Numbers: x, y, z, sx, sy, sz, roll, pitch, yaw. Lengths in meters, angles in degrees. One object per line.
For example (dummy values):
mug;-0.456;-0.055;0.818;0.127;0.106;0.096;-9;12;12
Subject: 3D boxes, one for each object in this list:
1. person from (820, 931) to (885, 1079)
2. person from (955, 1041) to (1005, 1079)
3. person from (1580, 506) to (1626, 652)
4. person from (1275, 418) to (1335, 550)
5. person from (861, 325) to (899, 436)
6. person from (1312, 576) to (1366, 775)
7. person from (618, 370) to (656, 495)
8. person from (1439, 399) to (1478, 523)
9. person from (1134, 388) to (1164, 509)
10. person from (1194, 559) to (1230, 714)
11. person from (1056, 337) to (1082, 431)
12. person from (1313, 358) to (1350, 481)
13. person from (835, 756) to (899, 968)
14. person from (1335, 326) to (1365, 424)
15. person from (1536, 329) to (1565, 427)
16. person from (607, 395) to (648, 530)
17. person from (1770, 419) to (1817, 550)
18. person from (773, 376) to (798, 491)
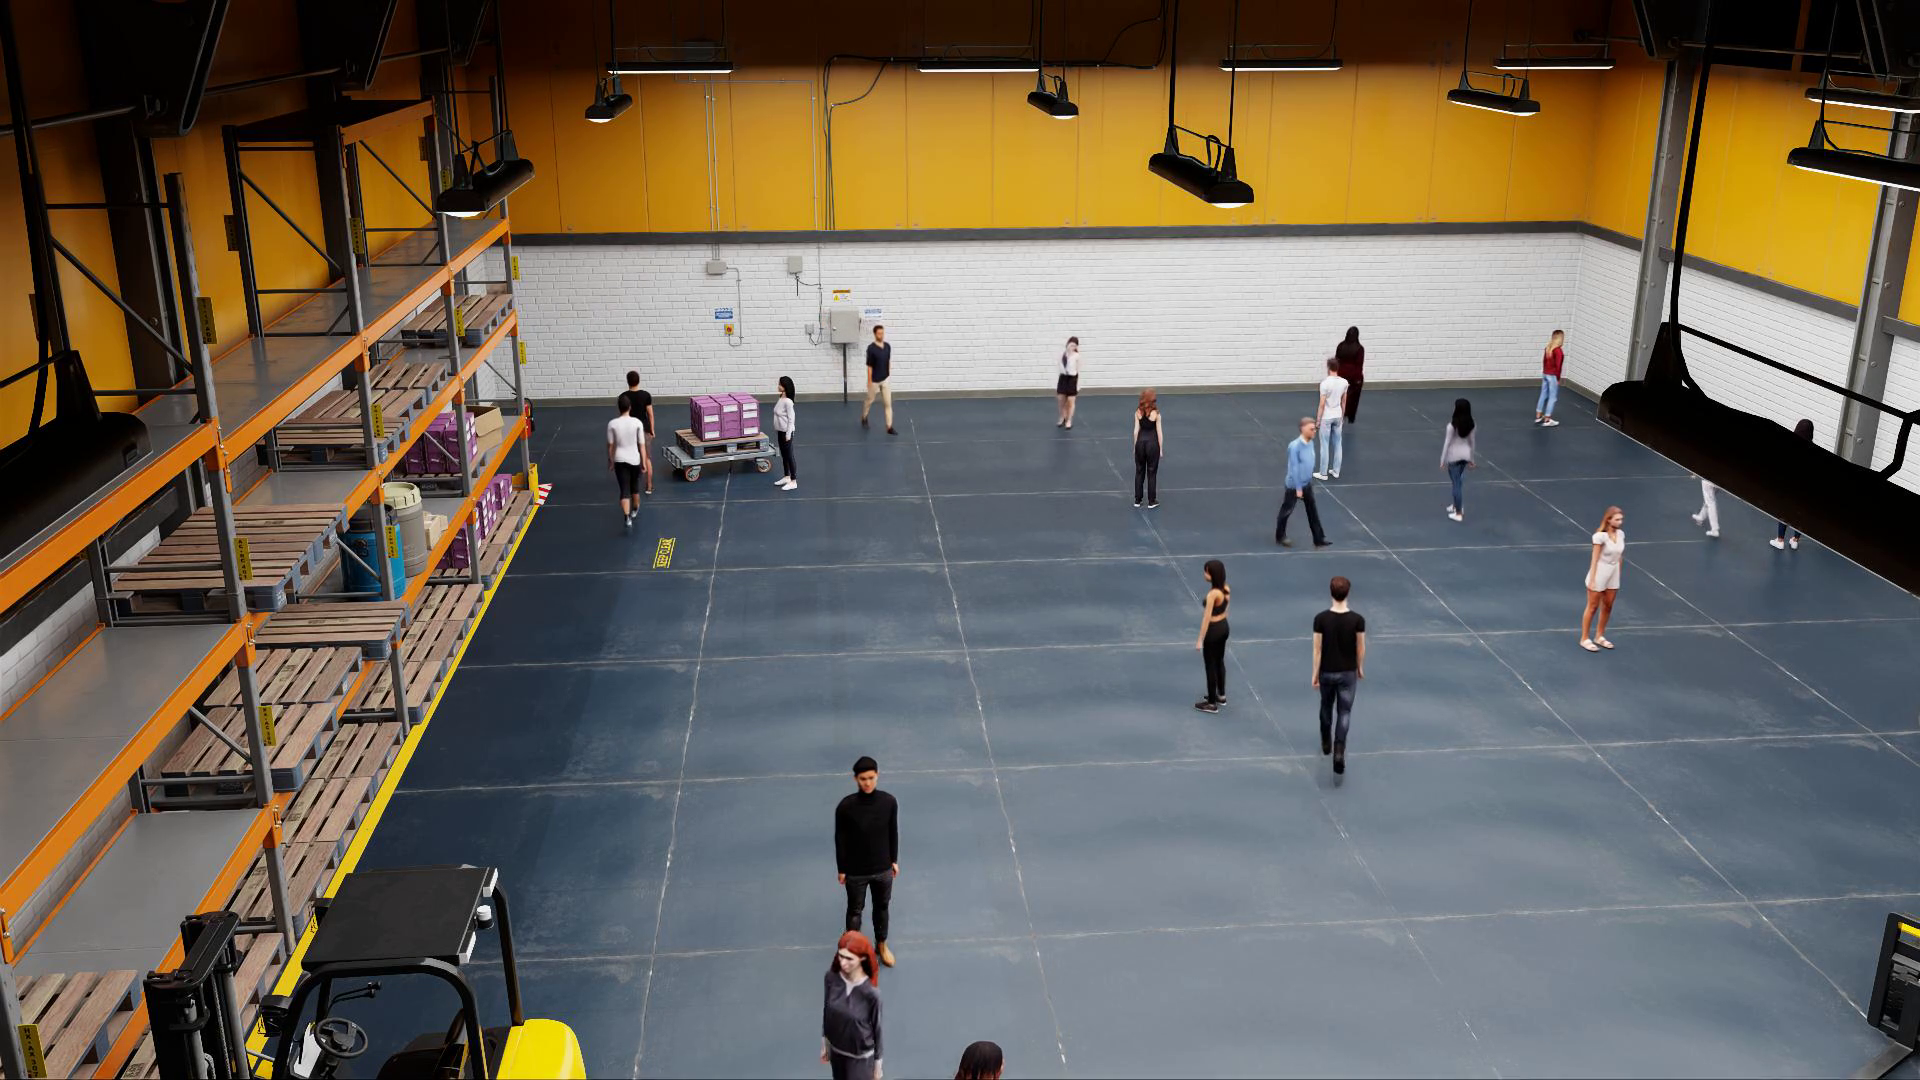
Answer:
person;-0.629;3.188;10.404;0.930;1.766;1.024;12;22;32
person;0.117;3.562;9.361;0.824;1.723;0.668;-9;21;-26
person;7.267;0.413;18.765;0.638;1.689;0.629;-7;20;-20
person;4.434;-0.763;22.129;1.045;1.771;1.189;-15;24;-38
person;-1.416;-2.676;27.741;1.050;1.815;1.275;-12;22;-32
person;3.608;1.305;15.836;0.933;1.868;1.263;5;19;14
person;-4.750;-1.584;24.424;0.731;1.862;0.678;-7;20;-20
person;7.014;-1.091;23.188;0.714;1.717;0.779;-6;20;-18
person;2.679;-1.329;23.845;0.654;1.748;0.670;8;20;22
person;2.650;0.987;17.145;0.703;1.636;0.637;14;23;36
person;1.814;-2.614;27.873;0.687;1.613;0.724;11;21;29
person;5.625;-1.840;25.191;0.715;1.857;0.669;-9;20;-24
person;-0.703;2.445;12.678;0.685;1.723;0.608;-5;19;-16
person;6.491;-2.710;27.973;1.028;1.731;1.143;12;22;31
person;10.078;-2.776;28.333;0.689;1.627;0.501;-5;19;-14
person;-4.582;-1.039;22.879;0.783;1.816;1.259;-4;19;-11
person;11.098;-0.749;22.080;0.617;1.775;0.560;1;19;4
person;-2.586;-1.610;24.754;0.756;1.701;0.629;-10;21;-27
